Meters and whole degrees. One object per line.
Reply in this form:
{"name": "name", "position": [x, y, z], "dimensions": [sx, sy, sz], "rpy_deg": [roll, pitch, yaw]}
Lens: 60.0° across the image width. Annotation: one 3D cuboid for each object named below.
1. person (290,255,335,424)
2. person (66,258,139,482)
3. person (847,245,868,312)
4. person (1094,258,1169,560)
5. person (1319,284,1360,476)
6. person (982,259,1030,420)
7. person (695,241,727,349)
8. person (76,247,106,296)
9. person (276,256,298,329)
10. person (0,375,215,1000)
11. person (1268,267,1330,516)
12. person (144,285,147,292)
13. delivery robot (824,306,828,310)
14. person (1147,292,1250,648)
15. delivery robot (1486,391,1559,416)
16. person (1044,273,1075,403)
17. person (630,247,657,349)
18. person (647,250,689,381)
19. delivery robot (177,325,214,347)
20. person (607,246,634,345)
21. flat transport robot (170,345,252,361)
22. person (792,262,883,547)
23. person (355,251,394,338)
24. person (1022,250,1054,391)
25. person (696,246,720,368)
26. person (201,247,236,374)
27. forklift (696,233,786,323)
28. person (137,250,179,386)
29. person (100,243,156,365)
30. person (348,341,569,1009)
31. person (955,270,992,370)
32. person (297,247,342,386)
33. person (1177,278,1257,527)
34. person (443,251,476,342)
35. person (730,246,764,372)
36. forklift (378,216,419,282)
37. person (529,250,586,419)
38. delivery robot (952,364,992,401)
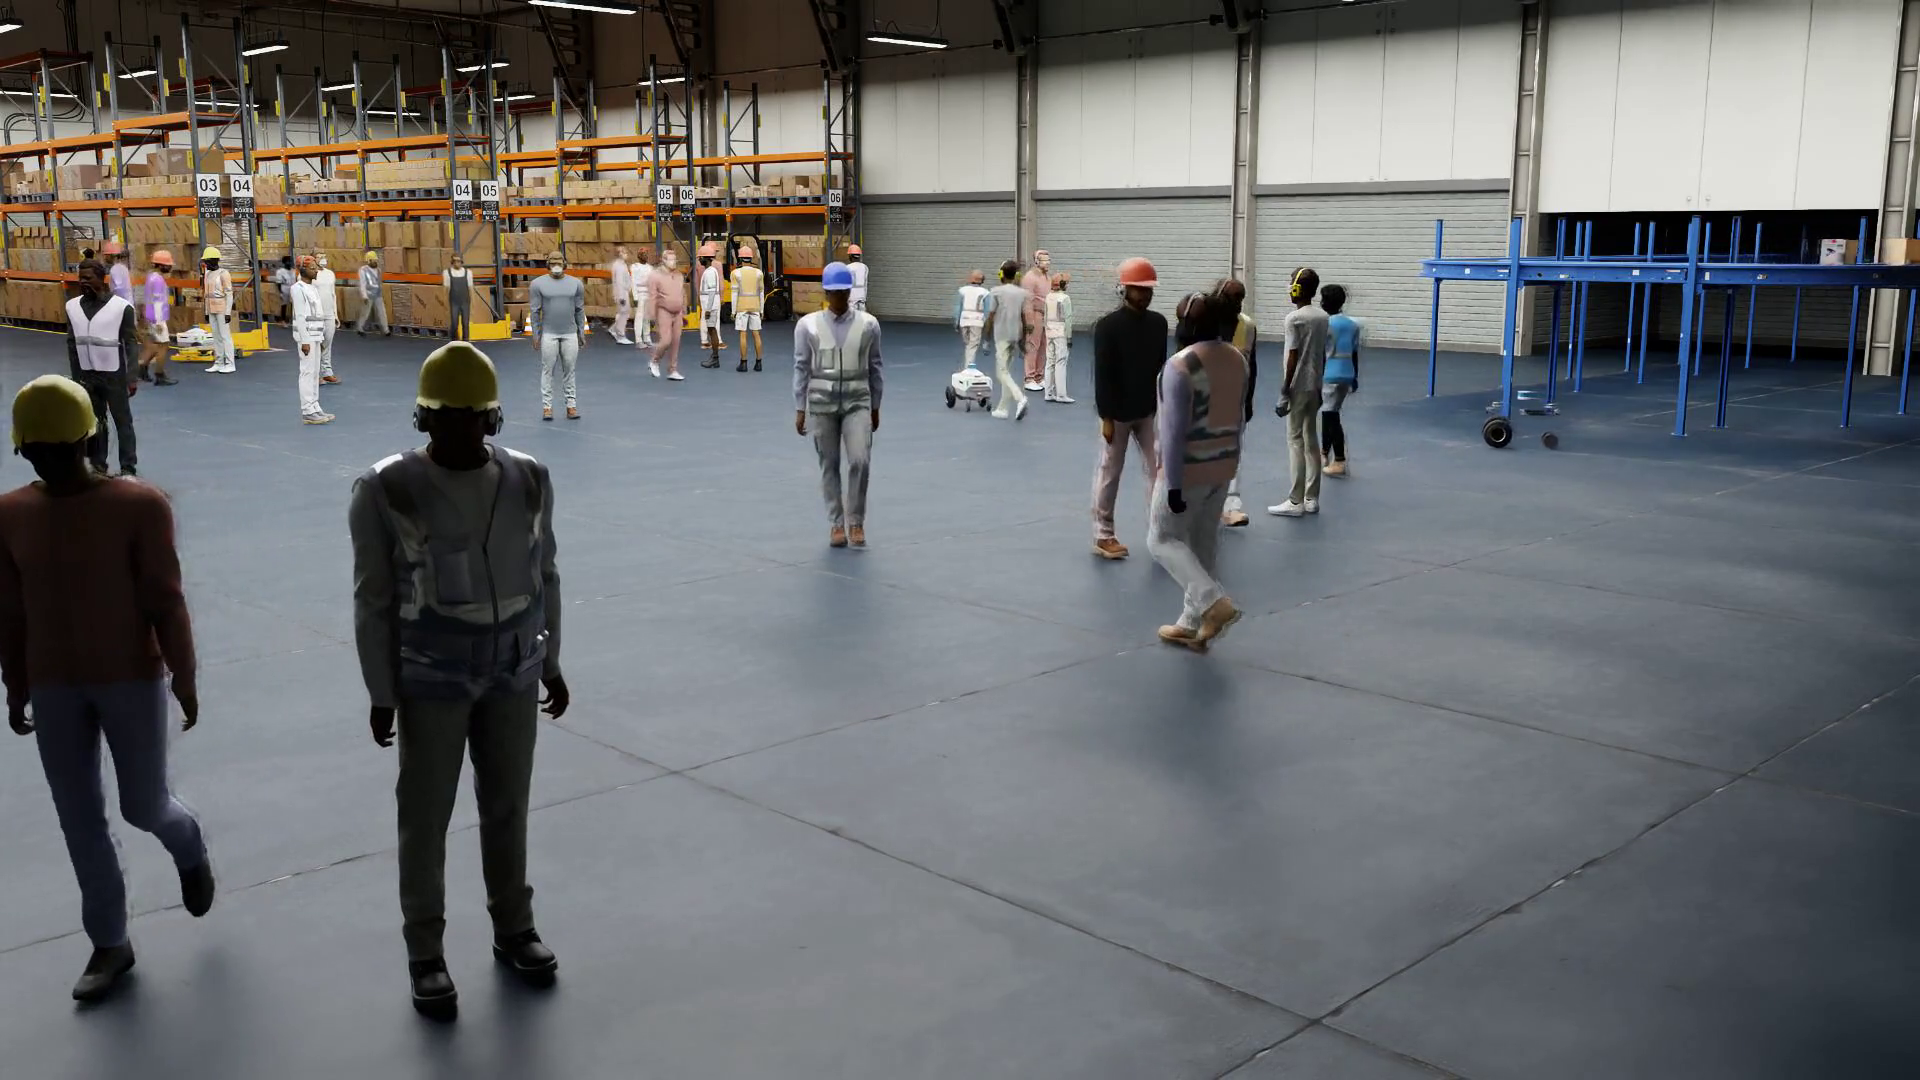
{"name": "person", "position": [-7.352, -2.269, 18.833], "dimensions": [0.356, 1.883, 0.574], "rpy_deg": [-1, 10, -6]}
{"name": "person", "position": [-7.168, -1.391, 13.944], "dimensions": [0.590, 1.920, 0.398], "rpy_deg": [1, 10, 7]}
{"name": "person", "position": [-1.934, -4.443, 30.536], "dimensions": [0.358, 1.936, 0.552], "rpy_deg": [8, 13, 38]}
{"name": "person", "position": [1.172, -0.820, 10.715], "dimensions": [0.650, 1.956, 0.900], "rpy_deg": [-6, 12, -31]}
{"name": "person", "position": [3.226, -1.423, 14.731], "dimensions": [0.546, 1.674, 0.683], "rpy_deg": [-7, 13, -35]}
{"name": "person", "position": [0.565, -2.296, 19.101], "dimensions": [0.527, 1.844, 0.795], "rpy_deg": [-7, 13, -34]}
{"name": "person", "position": [-4.670, -4.581, 31.142], "dimensions": [0.612, 1.991, 0.392], "rpy_deg": [5, 11, 25]}
{"name": "person", "position": [-16.997, -4.785, 32.575], "dimensions": [0.513, 1.877, 0.328], "rpy_deg": [-9, 14, -41]}
{"name": "person", "position": [-15.168, -5.581, 37.539], "dimensions": [0.885, 1.649, 0.535], "rpy_deg": [10, 14, 43]}
{"name": "person", "position": [-2.412, 0.389, 4.700], "dimensions": [0.551, 1.739, 0.553], "rpy_deg": [-1, 10, -3]}
{"name": "person", "position": [2.584, -1.127, 12.642], "dimensions": [0.324, 1.871, 0.526], "rpy_deg": [10, 14, 43]}
{"name": "person", "position": [-19.689, -6.195, 40.619], "dimensions": [0.324, 1.742, 0.492], "rpy_deg": [9, 14, 41]}
{"name": "delivery robot", "position": [-2.913, -5.513, 40.004], "dimensions": [0.707, 0.478, 0.477], "rpy_deg": [-2, 10, -9]}
{"name": "person", "position": [1.226, -0.334, 8.438], "dimensions": [0.630, 1.828, 0.516], "rpy_deg": [-9, 14, -41]}
{"name": "delivery robot", "position": [5.691, -1.391, 16.818], "dimensions": [0.698, 0.223, 0.335], "rpy_deg": [3, 11, 15]}
{"name": "person", "position": [1.251, -2.560, 21.084], "dimensions": [0.310, 1.638, 0.522], "rpy_deg": [-7, 12, -32]}
{"name": "person", "position": [-5.955, -4.560, 31.328], "dimensions": [0.355, 1.882, 0.576], "rpy_deg": [6, 12, 28]}
{"name": "person", "position": [-4.262, -3.286, 24.343], "dimensions": [0.449, 1.895, 0.644], "rpy_deg": [8, 13, 37]}
{"name": "delivery robot", "position": [-13.417, -3.538, 29.237], "dimensions": [0.707, 0.478, 0.477], "rpy_deg": [5, 12, 26]}
{"name": "person", "position": [-6.576, -4.759, 32.361], "dimensions": [0.451, 1.899, 0.661], "rpy_deg": [-3, 11, -18]}
{"name": "flat transport robot", "position": [-12.839, -3.222, 28.541], "dimensions": [0.652, 0.197, 1.431], "rpy_deg": [1, 10, 7]}
{"name": "person", "position": [-0.820, -0.894, 11.205], "dimensions": [0.631, 1.921, 0.661], "rpy_deg": [-1, 10, -8]}
{"name": "person", "position": [-12.192, -5.074, 34.399], "dimensions": [0.922, 1.794, 0.610], "rpy_deg": [6, 12, 29]}
{"name": "person", "position": [1.107, -3.012, 22.818], "dimensions": [0.403, 1.906, 0.652], "rpy_deg": [6, 12, 29]}
{"name": "person", "position": [-4.046, -3.755, 26.781], "dimensions": [0.362, 1.939, 0.542], "rpy_deg": [-1, 10, -6]}
{"name": "person", "position": [-11.457, -3.542, 25.652], "dimensions": [0.594, 1.926, 0.367], "rpy_deg": [6, 12, 31]}
{"name": "forklift", "position": [-5.496, -6.489, 41.108], "dimensions": [2.313, 2.155, 1.214], "rpy_deg": [-10, 14, -44]}
{"name": "person", "position": [-11.357, -3.138, 23.520], "dimensions": [0.627, 1.905, 0.574], "rpy_deg": [-6, 12, -29]}
{"name": "person", "position": [-13.692, -3.820, 27.019], "dimensions": [1.089, 1.980, 0.633], "rpy_deg": [-2, 11, -10]}
{"name": "person", "position": [-1.361, 0.364, 4.621], "dimensions": [0.594, 1.828, 0.403], "rpy_deg": [-8, 13, -38]}
{"name": "person", "position": [0.232, -3.080, 23.955], "dimensions": [0.528, 1.614, 0.665], "rpy_deg": [6, 12, 30]}
{"name": "person", "position": [-9.080, -3.176, 23.622], "dimensions": [0.371, 1.940, 0.627], "rpy_deg": [5, 11, 25]}
{"name": "person", "position": [1.889, -0.989, 12.090], "dimensions": [0.675, 1.791, 0.900], "rpy_deg": [-2, 11, -10]}
{"name": "person", "position": [-8.822, -4.166, 29.348], "dimensions": [0.515, 1.825, 0.514], "rpy_deg": [-4, 11, -22]}
{"name": "person", "position": [-3.337, -3.615, 26.021], "dimensions": [0.548, 1.937, 0.379], "rpy_deg": [-5, 12, -26]}
{"name": "forklift", "position": [-17.868, -9.201, 54.028], "dimensions": [1.873, 2.768, 1.129], "rpy_deg": [-10, 14, -44]}
{"name": "person", "position": [-4.644, -2.373, 19.248], "dimensions": [0.635, 1.936, 0.352], "rpy_deg": [-5, 11, -24]}
{"name": "delivery robot", "position": [0.144, -1.919, 20.406], "dimensions": [0.477, 0.478, 0.707], "rpy_deg": [-3, 11, -15]}
